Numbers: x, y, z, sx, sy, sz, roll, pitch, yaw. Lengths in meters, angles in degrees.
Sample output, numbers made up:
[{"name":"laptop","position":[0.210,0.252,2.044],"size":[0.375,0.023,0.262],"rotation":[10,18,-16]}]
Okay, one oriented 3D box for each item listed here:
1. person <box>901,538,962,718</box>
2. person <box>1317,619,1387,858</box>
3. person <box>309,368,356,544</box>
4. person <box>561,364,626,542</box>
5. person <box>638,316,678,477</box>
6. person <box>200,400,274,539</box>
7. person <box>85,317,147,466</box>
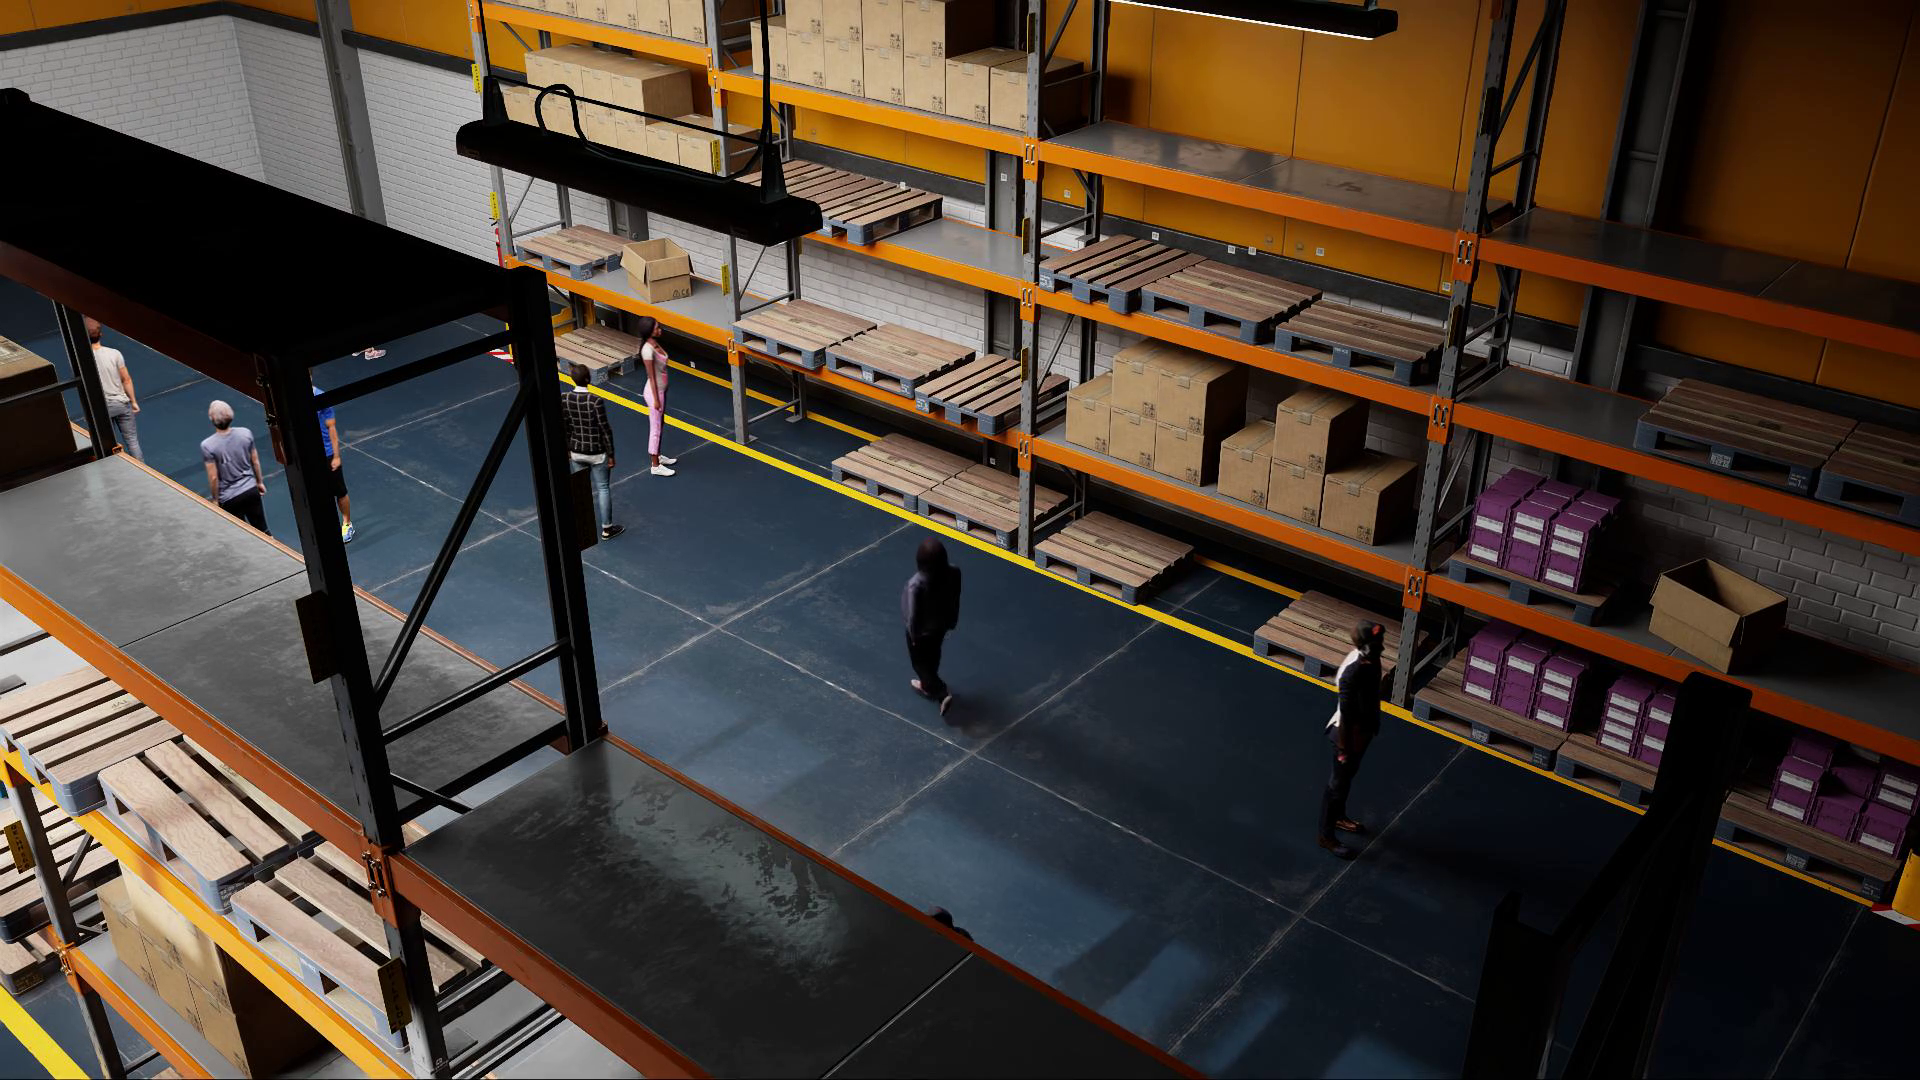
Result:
[{"name":"person","position":[-0.212,0.708,13.592],"size":[0.766,1.578,0.954],"rotation":[-21,35,-34]},{"name":"person","position":[2.836,1.390,12.017],"size":[0.649,1.890,0.732],"rotation":[15,32,26]},{"name":"person","position":[-6.232,-0.859,16.162],"size":[0.673,1.868,0.763],"rotation":[2,29,4]},{"name":"person","position":[-3.620,-0.857,16.207],"size":[0.662,1.821,0.801],"rotation":[6,29,12]},{"name":"person","position":[-3.208,-1.539,17.542],"size":[0.709,1.741,0.651],"rotation":[-2,29,-4]},{"name":"person","position":[-6.635,-0.404,15.308],"size":[0.563,1.888,0.652],"rotation":[23,36,35]},{"name":"person","position":[-8.728,-1.379,17.083],"size":[0.724,1.899,0.691],"rotation":[-15,32,-25]}]
